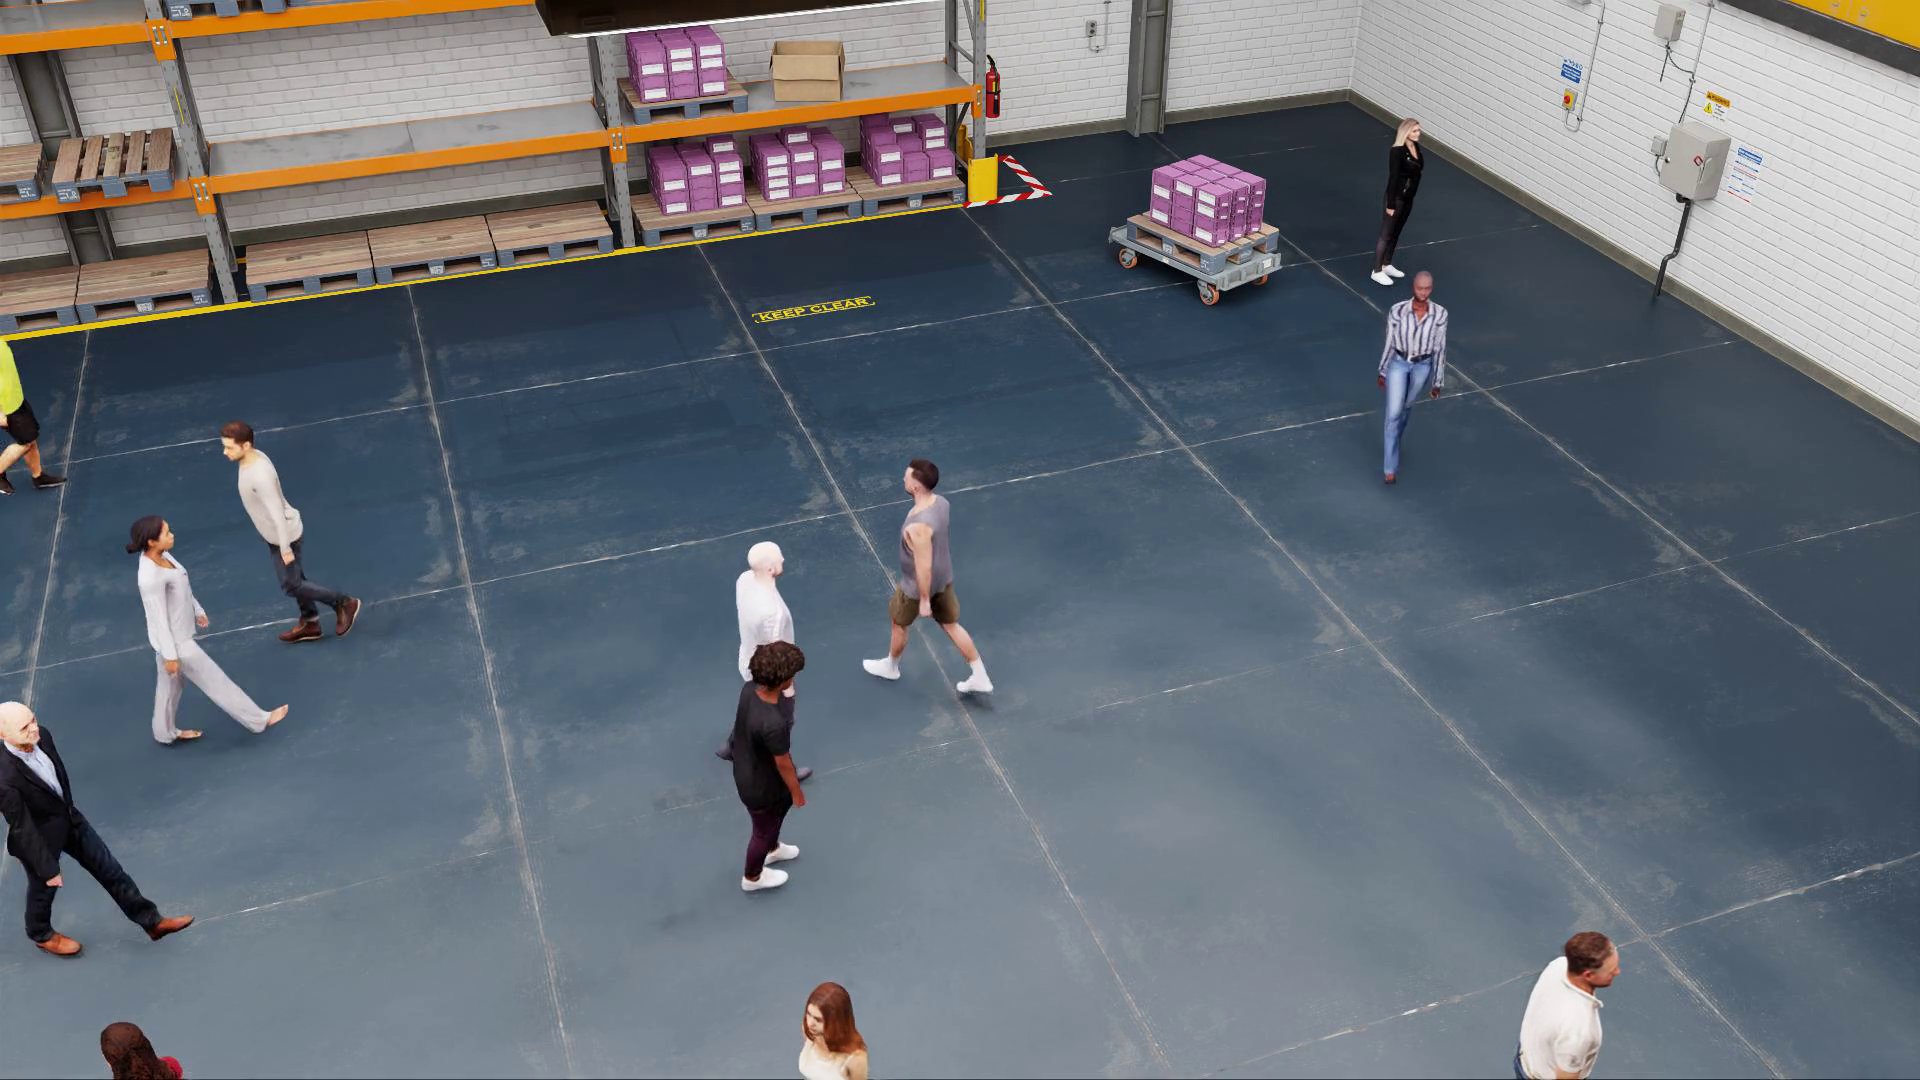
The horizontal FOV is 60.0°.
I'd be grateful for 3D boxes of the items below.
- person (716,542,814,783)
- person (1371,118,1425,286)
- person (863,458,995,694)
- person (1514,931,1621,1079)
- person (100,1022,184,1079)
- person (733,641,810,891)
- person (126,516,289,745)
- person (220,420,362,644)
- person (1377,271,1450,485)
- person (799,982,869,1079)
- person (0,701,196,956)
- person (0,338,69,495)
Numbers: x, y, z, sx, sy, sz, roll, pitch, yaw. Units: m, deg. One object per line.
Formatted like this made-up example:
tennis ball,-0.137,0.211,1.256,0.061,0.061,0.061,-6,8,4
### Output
person,-1.265,0.816,10.193,0.818,1.817,0.665,-14,36,-20
person,4.386,-3.408,16.666,0.755,1.685,0.634,26,42,34
person,-0.130,0.295,10.990,1.243,1.804,1.175,15,36,21
person,2.692,2.471,7.670,0.753,1.853,0.750,7,34,10
person,-3.538,2.779,7.487,0.772,1.542,0.716,21,39,29
person,-1.193,1.339,9.460,0.689,1.757,0.664,-16,37,-22
person,-5.085,0.632,10.581,1.063,1.694,0.646,-11,35,-16
person,-4.612,-0.059,11.487,0.903,1.841,0.788,-19,38,-27
person,3.644,-1.393,13.567,1.141,1.760,1.025,3,34,4
person,-0.489,2.594,7.640,0.913,1.681,1.120,25,41,32
person,-5.030,1.606,9.059,1.286,1.757,1.061,4,34,6
person,-7.647,-1.095,13.178,0.811,1.695,0.695,-7,34,-11
